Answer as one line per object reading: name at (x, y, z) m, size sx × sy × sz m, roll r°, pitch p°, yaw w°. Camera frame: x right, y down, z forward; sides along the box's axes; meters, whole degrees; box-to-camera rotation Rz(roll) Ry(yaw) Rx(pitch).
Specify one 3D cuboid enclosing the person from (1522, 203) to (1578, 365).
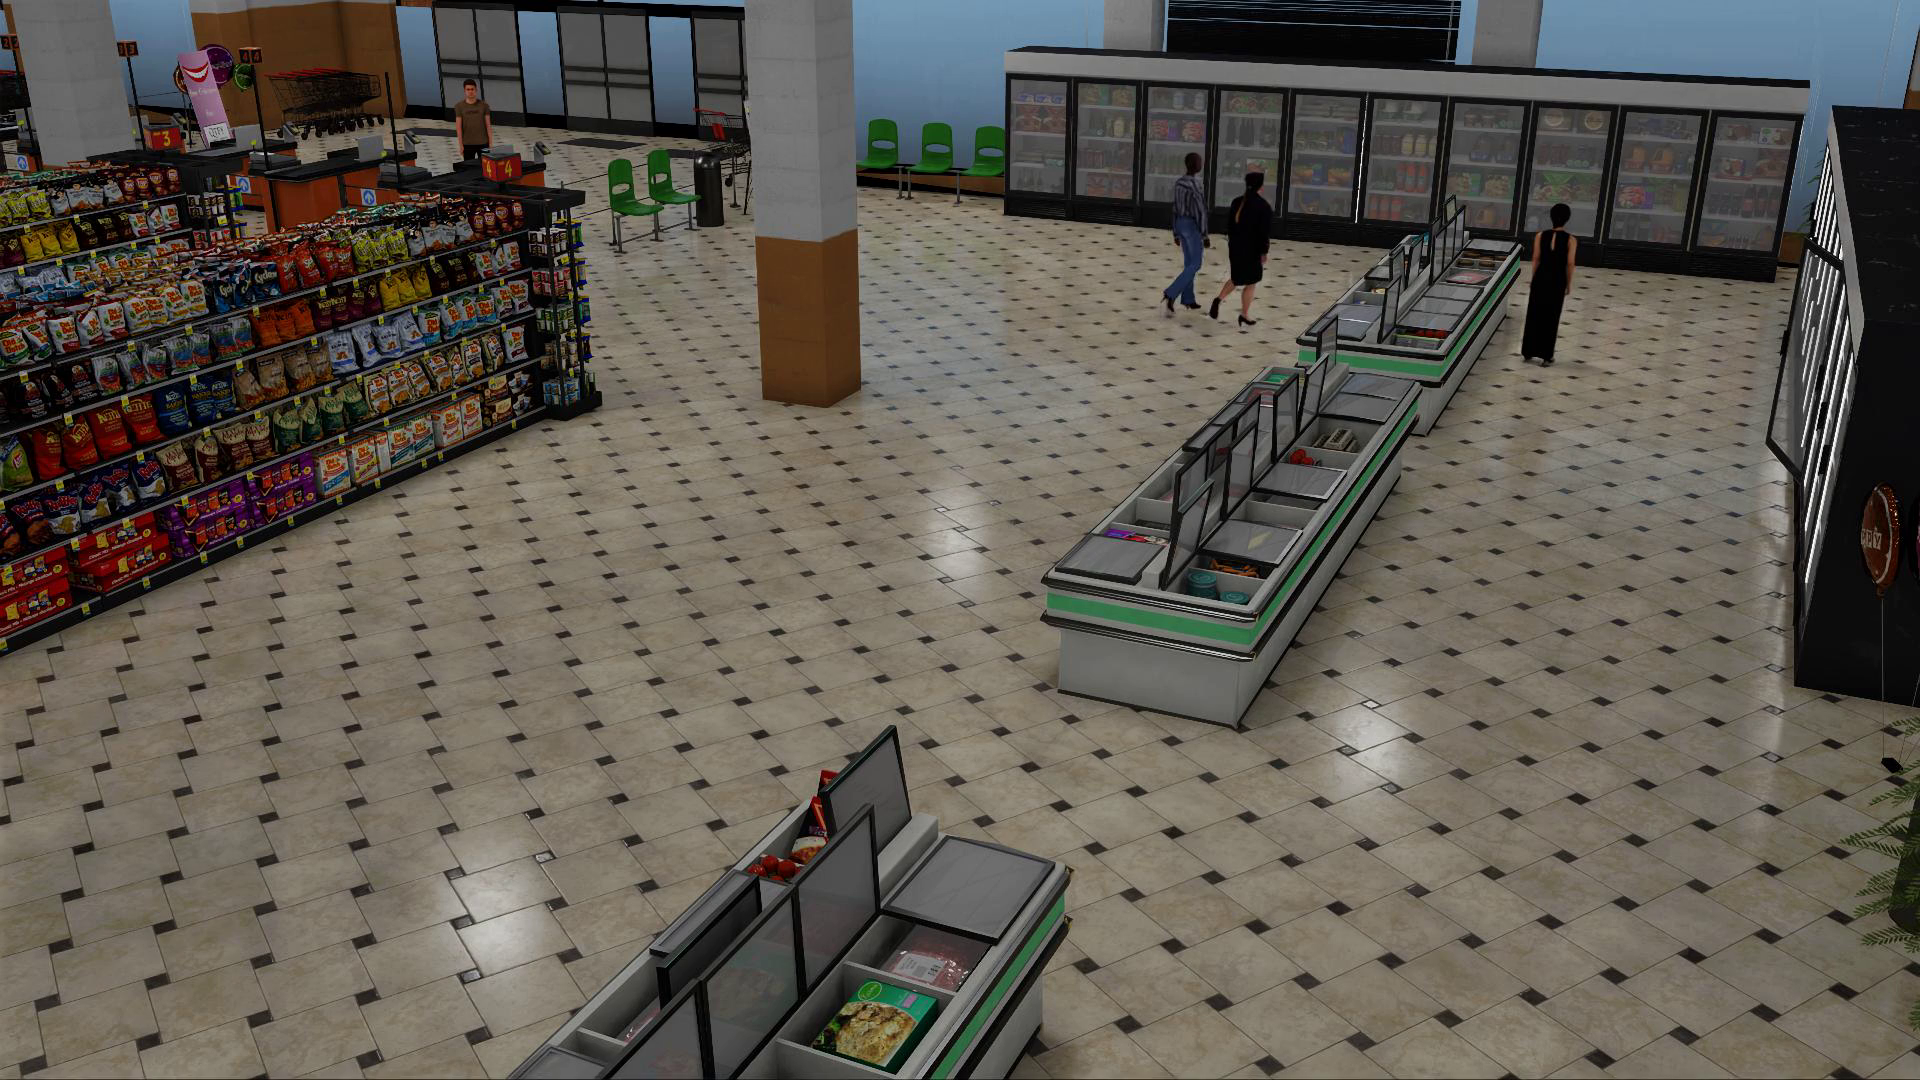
person at (5.890, -2.560, 16.653) m, size 0.592 × 1.598 × 0.571 m, roll 13°, pitch 25°, yaw 29°

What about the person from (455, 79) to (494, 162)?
person at (-7.116, -5.819, 24.422) m, size 0.731 × 1.852 × 0.803 m, roll -9°, pitch 24°, yaw -21°

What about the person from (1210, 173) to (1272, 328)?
person at (3.032, -3.090, 17.895) m, size 1.009 × 1.655 × 0.927 m, roll -17°, pitch 27°, yaw -36°

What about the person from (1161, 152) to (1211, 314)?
person at (2.498, -3.365, 18.413) m, size 0.997 × 1.780 × 0.924 m, roll -11°, pitch 24°, yaw -26°
